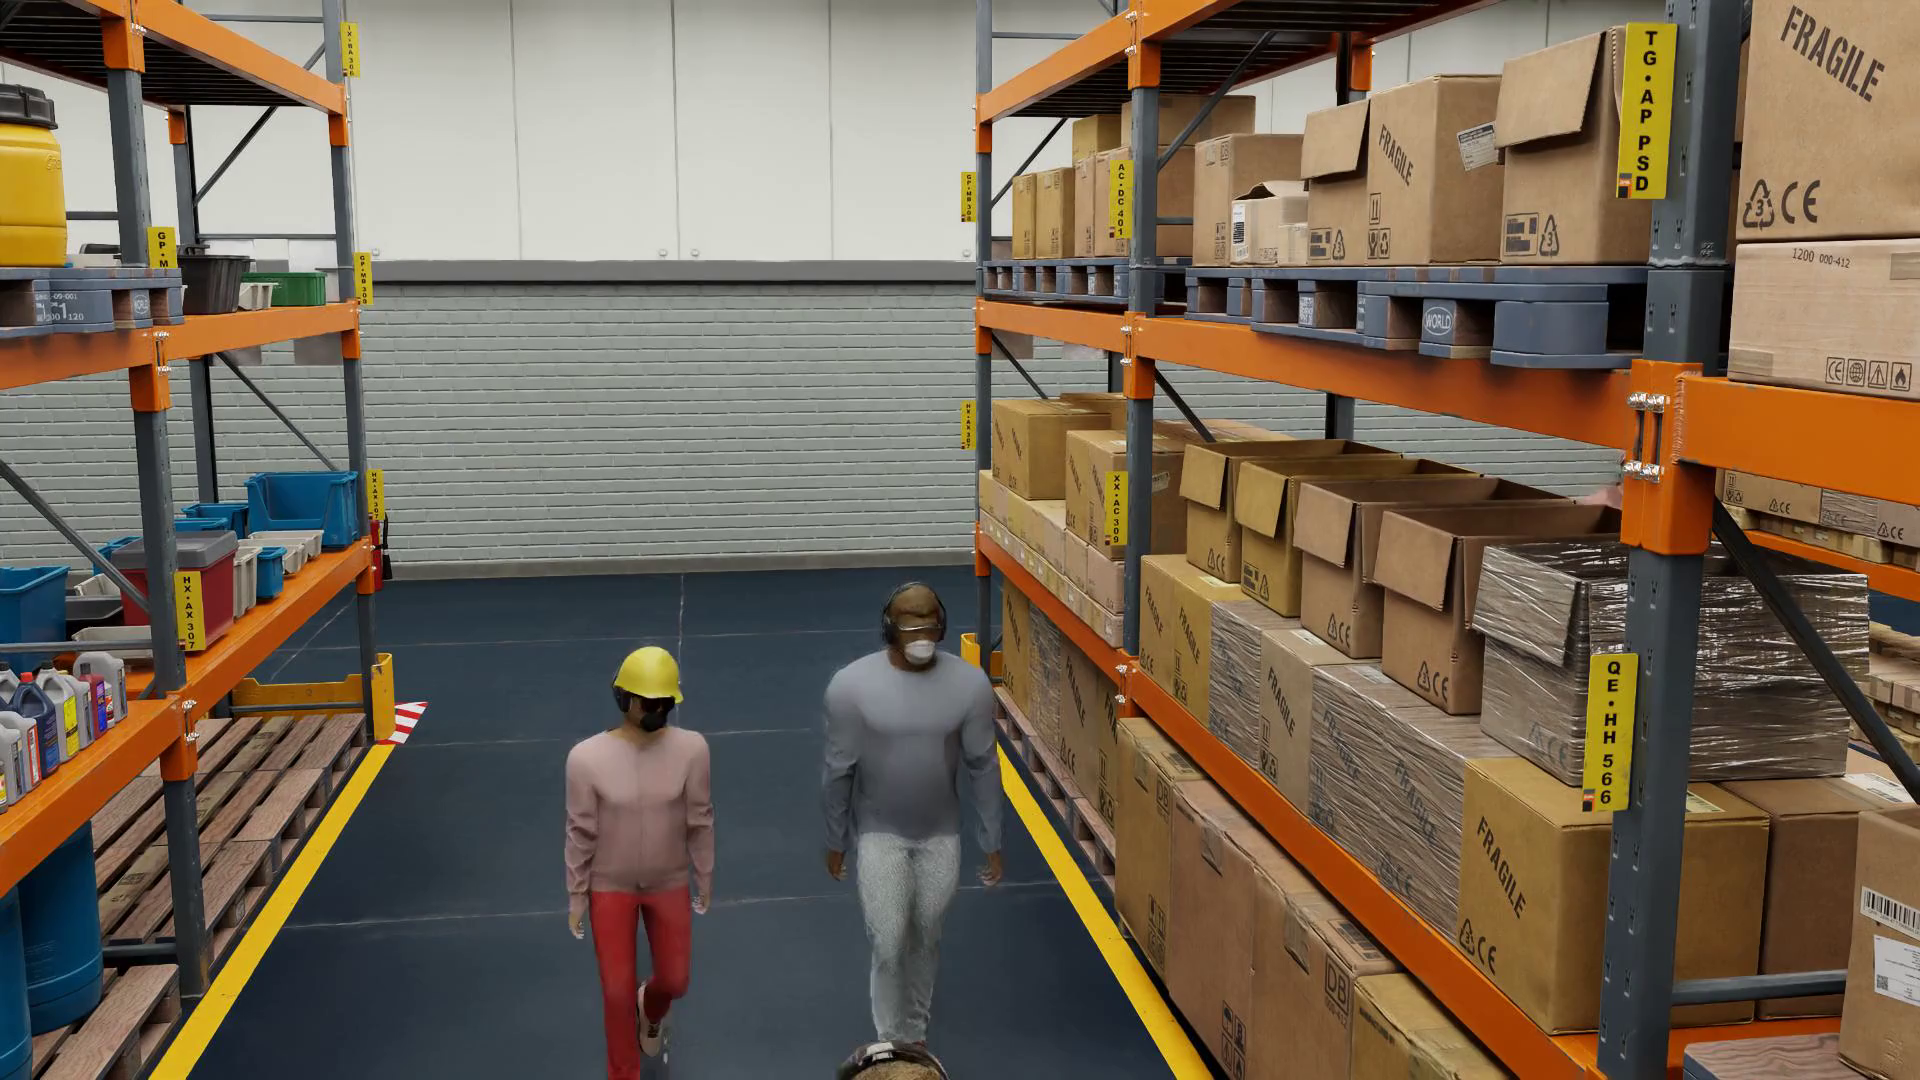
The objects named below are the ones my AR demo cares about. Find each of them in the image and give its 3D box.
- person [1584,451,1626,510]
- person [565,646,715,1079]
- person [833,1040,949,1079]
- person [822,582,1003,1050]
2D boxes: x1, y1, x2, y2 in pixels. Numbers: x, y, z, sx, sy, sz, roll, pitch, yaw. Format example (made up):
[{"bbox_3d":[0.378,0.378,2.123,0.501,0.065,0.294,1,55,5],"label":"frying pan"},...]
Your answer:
[{"bbox_3d":[4.375,0.344,10.850,0.652,1.892,0.424,-1,9,-4],"label":"person"},{"bbox_3d":[-1.153,1.211,5.957,0.547,1.742,0.598,-3,10,-20],"label":"person"},{"bbox_3d":[-0.100,1.692,2.534,0.643,1.899,0.999,-3,10,-16],"label":"person"},{"bbox_3d":[-0.142,1.112,6.007,0.645,1.913,0.769,-3,10,-17],"label":"person"}]
